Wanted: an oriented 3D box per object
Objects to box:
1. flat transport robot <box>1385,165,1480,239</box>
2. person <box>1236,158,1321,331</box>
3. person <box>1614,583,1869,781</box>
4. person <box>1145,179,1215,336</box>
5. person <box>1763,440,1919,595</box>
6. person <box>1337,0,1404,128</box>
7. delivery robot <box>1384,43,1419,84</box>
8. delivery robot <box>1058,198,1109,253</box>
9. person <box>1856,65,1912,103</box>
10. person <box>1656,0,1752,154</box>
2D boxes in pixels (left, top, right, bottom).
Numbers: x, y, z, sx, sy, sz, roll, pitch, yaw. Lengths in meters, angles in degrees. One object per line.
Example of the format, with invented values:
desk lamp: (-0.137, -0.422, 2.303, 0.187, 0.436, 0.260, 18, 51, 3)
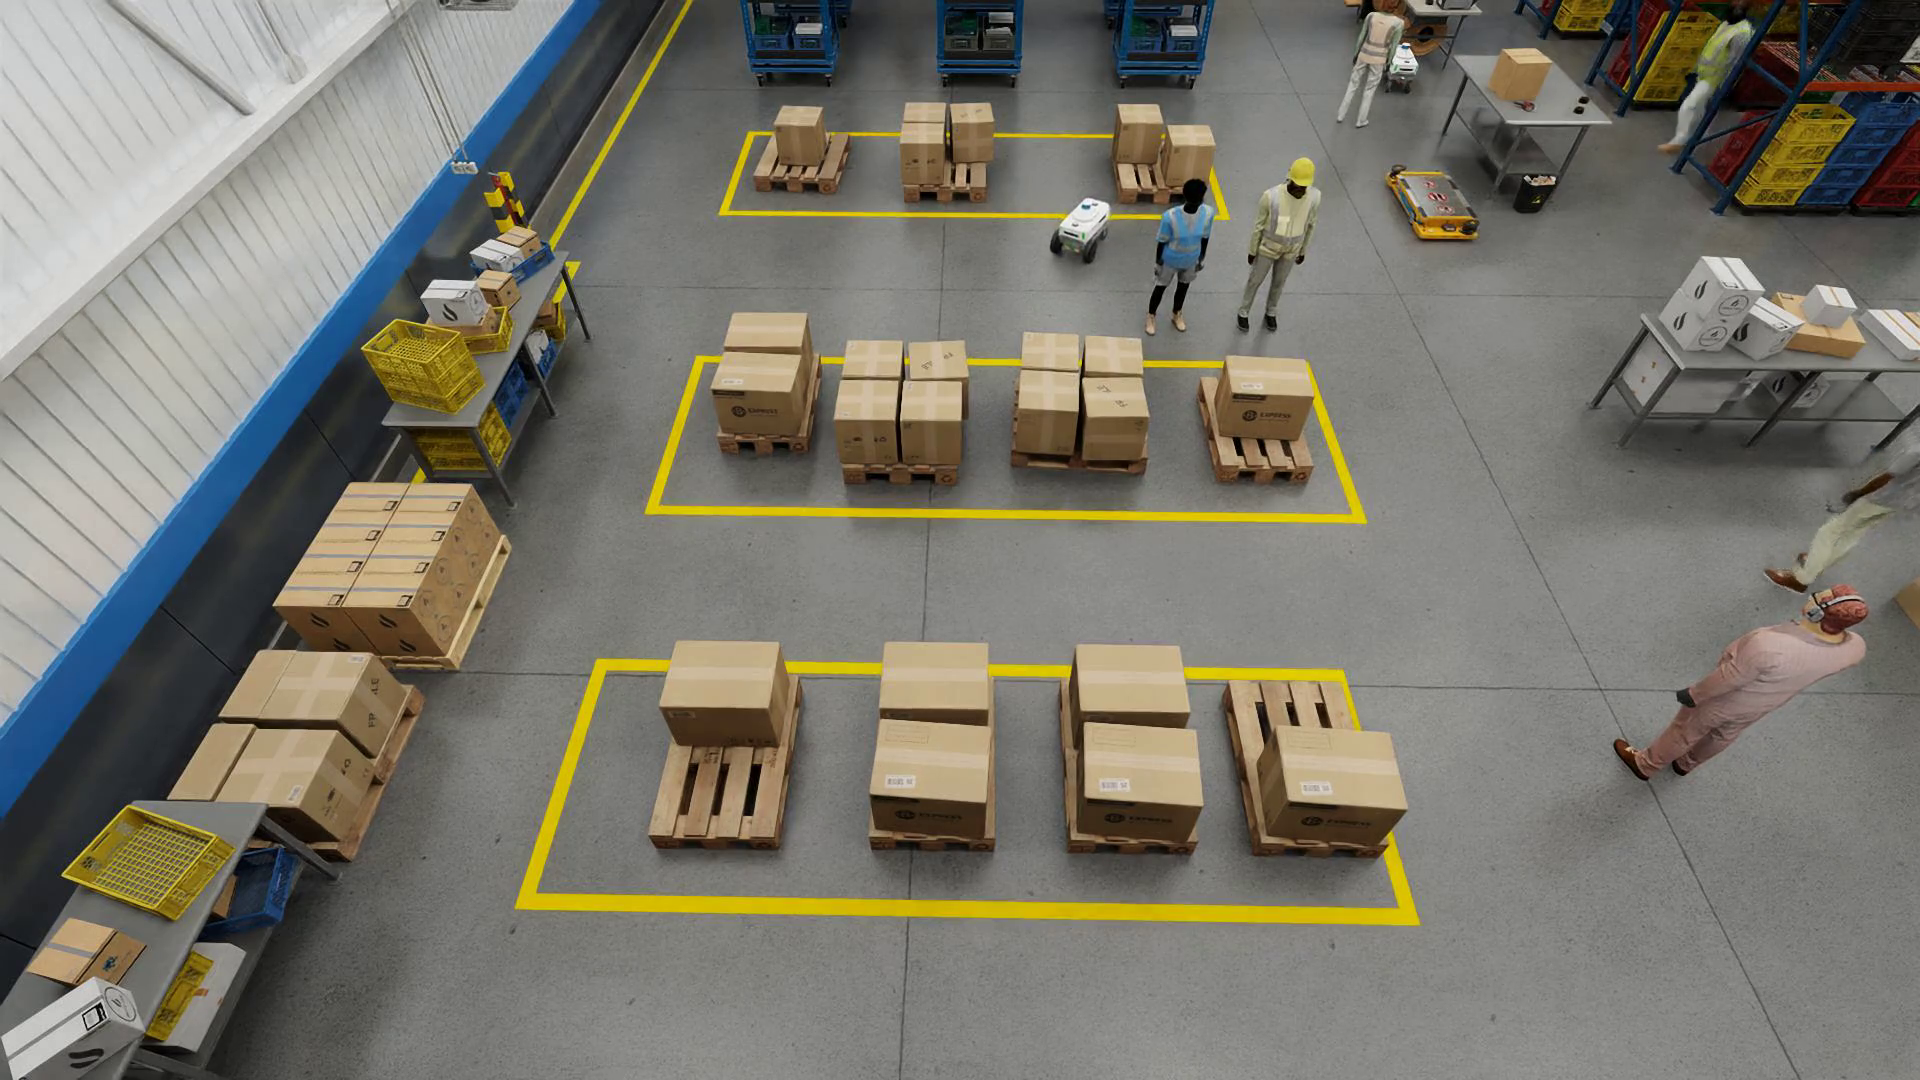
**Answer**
flat transport robot: (5.692, -4.094, 11.059, 0.652, 0.197, 1.431, 1, 49, 1)
person: (3.126, -2.867, 8.980, 0.595, 1.824, 0.403, -2, 49, -2)
person: (4.804, 0.913, 5.651, 0.642, 1.909, 0.409, -3, 49, -3)
person: (2.140, -2.747, 8.966, 0.547, 1.685, 0.324, -9, 50, -7)
person: (6.778, -0.291, 6.741, 0.627, 1.839, 0.366, -9, 50, -7)
person: (5.442, -6.338, 12.113, 0.529, 1.627, 0.322, 30, 55, 23)
delivery robot: (6.373, -6.919, 13.258, 0.477, 0.478, 0.707, 4, 49, 4)
delivery robot: (1.409, -3.602, 10.386, 0.477, 0.478, 0.707, 24, 53, 19)
person: (13.082, -6.947, 12.433, 0.630, 1.940, 0.371, -32, 56, -25)
person: (9.475, -5.828, 11.559, 0.526, 1.798, 0.655, 15, 51, 13)
